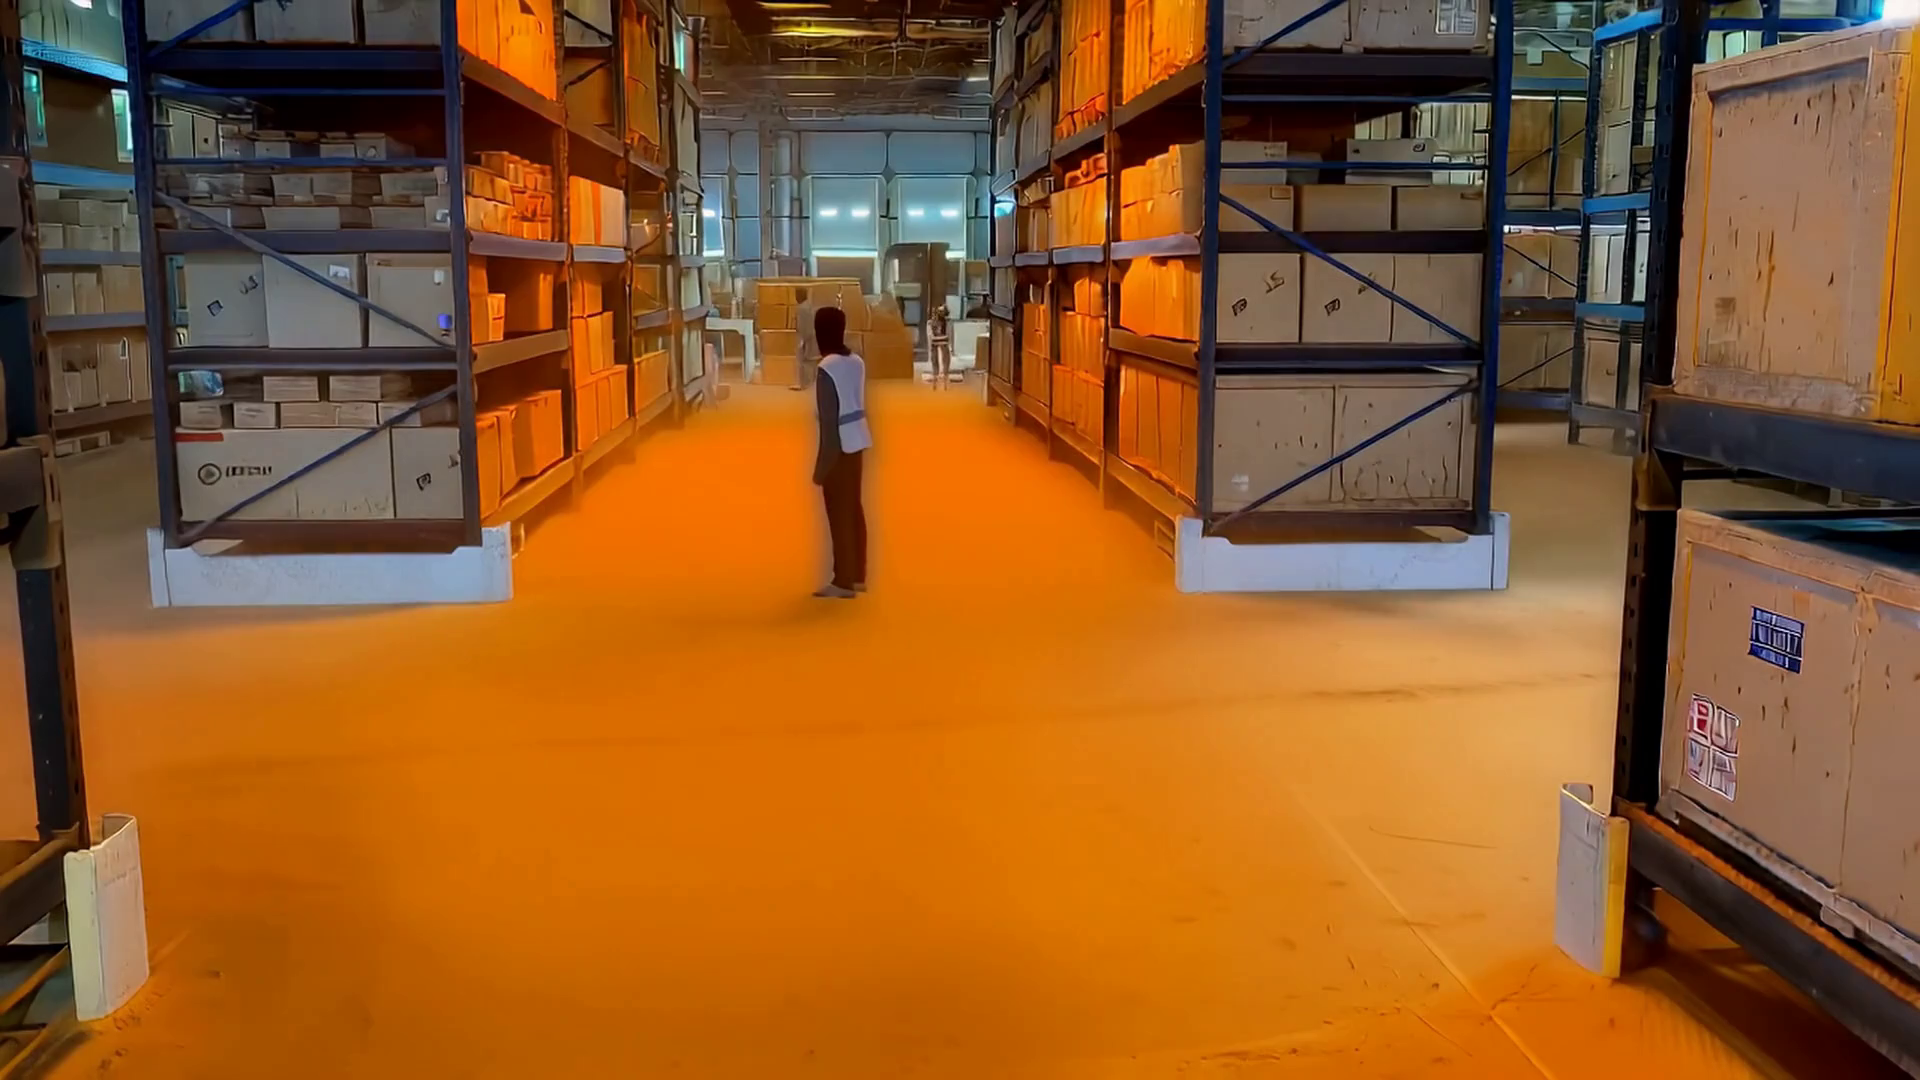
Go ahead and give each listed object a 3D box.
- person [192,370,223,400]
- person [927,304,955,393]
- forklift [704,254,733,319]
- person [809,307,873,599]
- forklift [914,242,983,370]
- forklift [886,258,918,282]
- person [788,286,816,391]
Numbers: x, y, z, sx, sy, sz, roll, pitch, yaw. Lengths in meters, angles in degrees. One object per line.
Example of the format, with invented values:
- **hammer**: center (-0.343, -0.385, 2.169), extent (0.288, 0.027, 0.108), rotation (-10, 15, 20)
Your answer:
- **person**: center (-9.260, -2.109, 20.432), extent (0.603, 1.967, 0.366), rotation (8, 12, 41)
- **person**: center (-0.338, -3.474, 30.134), extent (0.524, 1.606, 0.829), rotation (1, 9, 9)
- **forklift**: center (-8.207, -8.253, 56.154), extent (1.129, 2.768, 1.873), rotation (1, 9, 9)
- **person**: center (-0.786, -0.565, 10.909), extent (0.393, 1.913, 0.590), rotation (3, 9, 17)
- **forklift**: center (-0.455, -5.164, 36.755), extent (1.873, 2.768, 1.129), rotation (-1, 9, -4)
- **forklift**: center (-1.592, -6.593, 45.730), extent (1.129, 2.768, 1.873), rotation (-1, 9, -4)
- **person**: center (-2.756, -3.640, 30.199), extent (0.716, 1.917, 0.636), rotation (1, 9, 4)
